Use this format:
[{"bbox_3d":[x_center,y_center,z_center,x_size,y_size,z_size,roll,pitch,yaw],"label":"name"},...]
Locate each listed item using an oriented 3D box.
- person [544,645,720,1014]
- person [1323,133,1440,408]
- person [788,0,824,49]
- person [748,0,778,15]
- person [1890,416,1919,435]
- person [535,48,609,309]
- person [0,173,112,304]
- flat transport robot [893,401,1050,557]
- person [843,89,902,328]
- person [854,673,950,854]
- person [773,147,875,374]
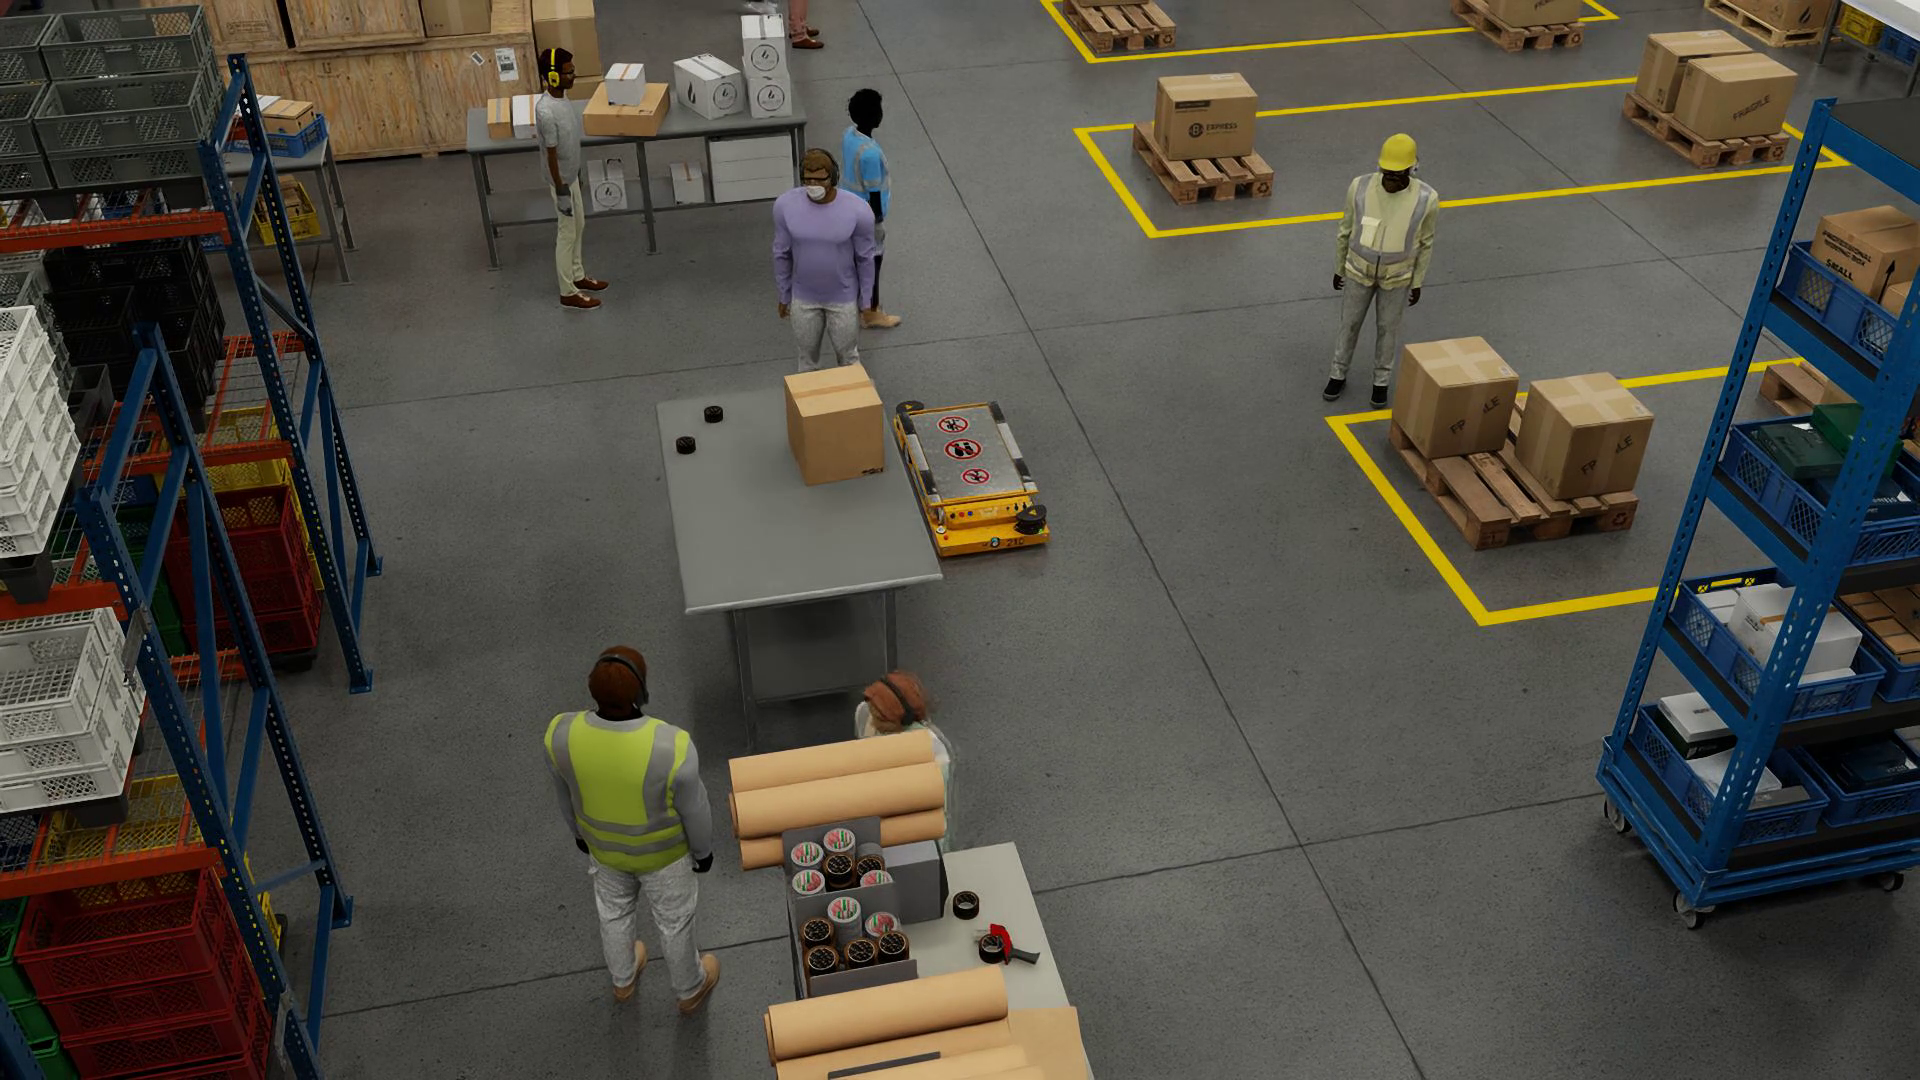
[{"bbox_3d":[-1.274,1.180,6.650,0.629,1.836,0.430,7,37,9],"label":"person"},{"bbox_3d":[2.649,-1.697,10.512,0.591,1.833,0.403,12,38,16],"label":"person"},{"bbox_3d":[-1.505,-5.642,15.766,0.396,1.898,0.643,-4,37,-5],"label":"person"},{"bbox_3d":[-1.985,-6.207,16.514,0.550,1.901,0.608,7,37,9],"label":"person"},{"bbox_3d":[4.243,0.107,7.953,0.381,1.996,0.608,9,38,12],"label":"person"},{"bbox_3d":[-2.736,-2.506,11.584,0.317,1.859,0.518,2,37,2],"label":"person"},{"bbox_3d":[-5.652,-1.769,10.565,0.358,1.885,0.572,24,43,29],"label":"person"},{"bbox_3d":[0.046,-0.430,10.108,0.652,0.197,1.431,-8,37,-10],"label":"flat transport robot"},{"bbox_3d":[-0.659,-2.265,11.404,0.443,1.699,0.546,-12,38,-16],"label":"person"},{"bbox_3d":[-0.272,1.204,6.782,0.547,1.621,0.456,28,45,32],"label":"person"},{"bbox_3d":[-0.818,-1.478,10.129,0.627,1.940,0.370,4,37,6],"label":"person"}]
